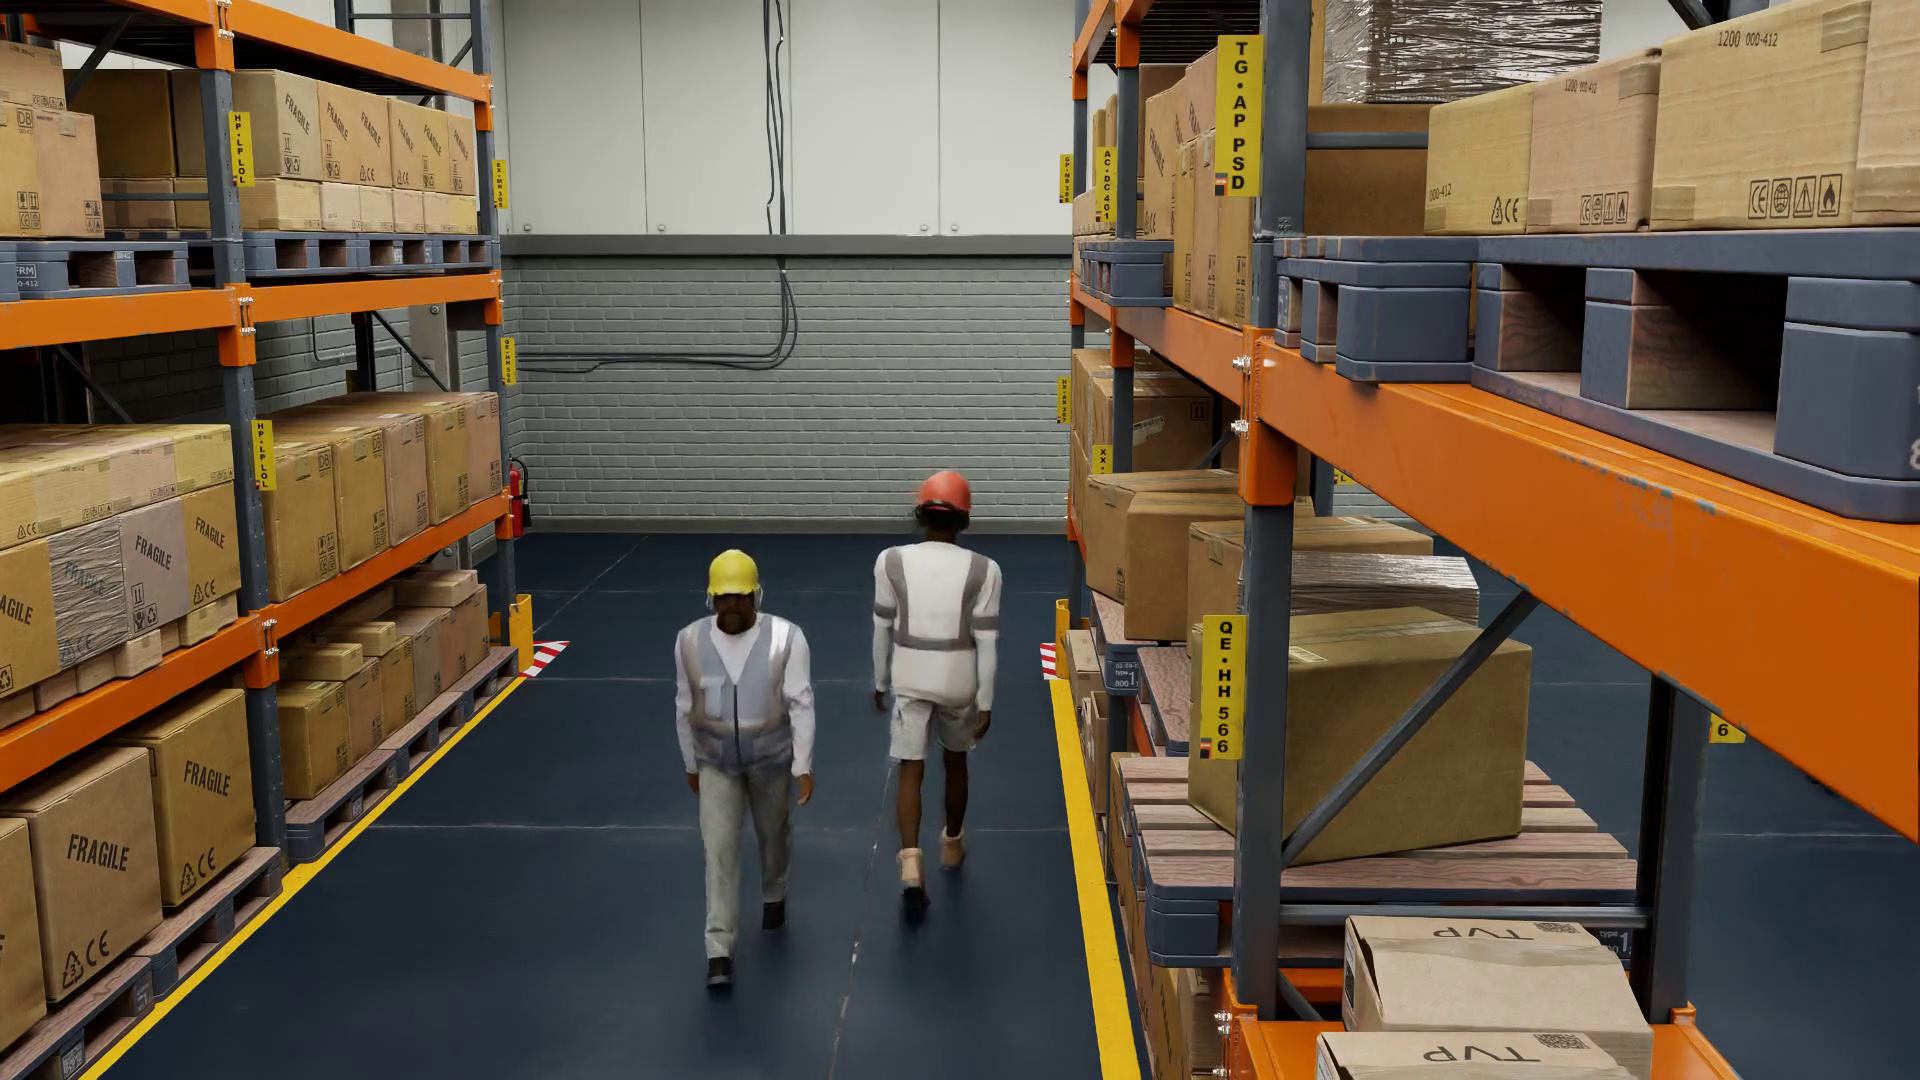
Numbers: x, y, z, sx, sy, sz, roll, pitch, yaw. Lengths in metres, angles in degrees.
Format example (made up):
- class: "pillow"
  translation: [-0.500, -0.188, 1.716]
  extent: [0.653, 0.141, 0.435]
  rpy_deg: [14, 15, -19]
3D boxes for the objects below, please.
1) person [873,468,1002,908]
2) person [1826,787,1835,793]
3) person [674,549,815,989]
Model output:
- class: "person"
  translation: [-0.118, 0.676, 7.719]
  extent: [0.614, 2.015, 0.973]
  rpy_deg: [1, 10, 5]
- class: "person"
  translation: [4.966, 0.459, 9.219]
  extent: [0.578, 1.895, 0.918]
  rpy_deg: [1, 10, 5]
- class: "person"
  translation: [-0.906, 0.914, 7.022]
  extent: [0.604, 1.787, 0.956]
  rpy_deg: [0, 10, 0]
